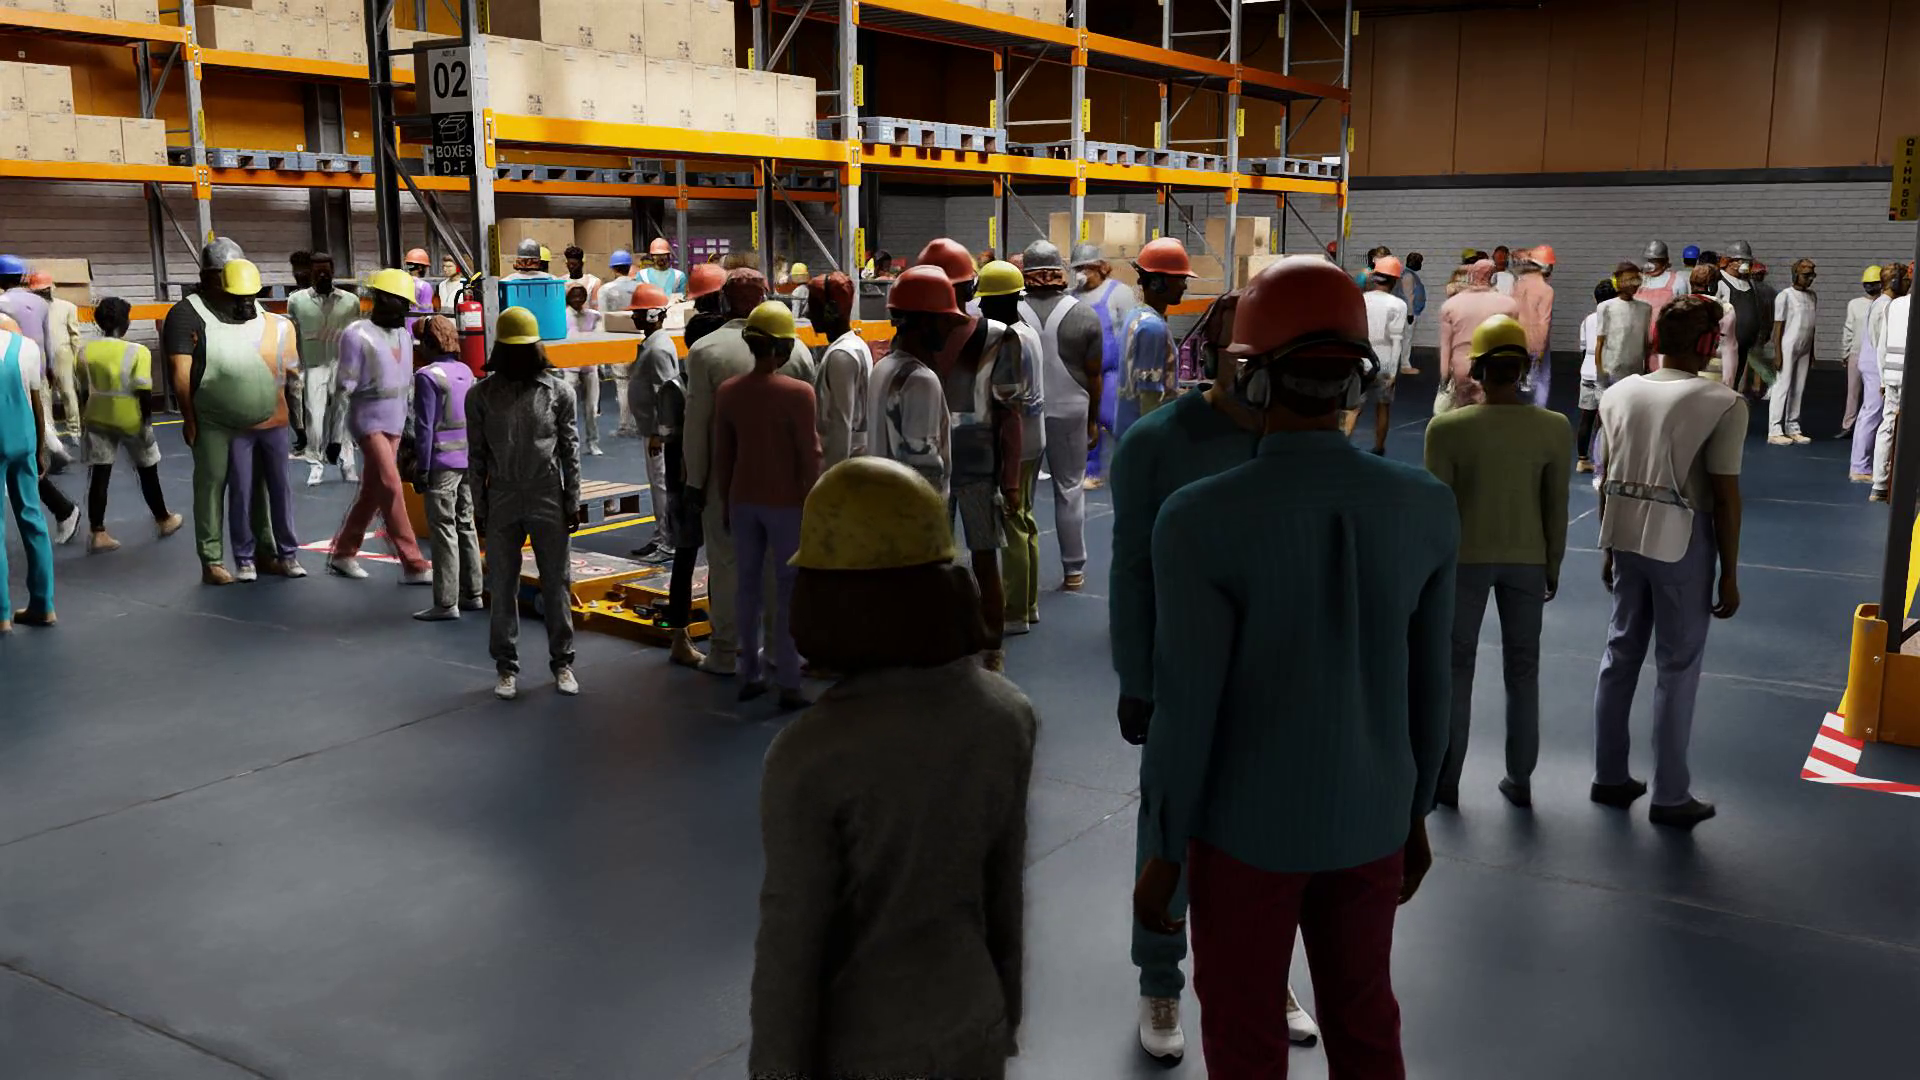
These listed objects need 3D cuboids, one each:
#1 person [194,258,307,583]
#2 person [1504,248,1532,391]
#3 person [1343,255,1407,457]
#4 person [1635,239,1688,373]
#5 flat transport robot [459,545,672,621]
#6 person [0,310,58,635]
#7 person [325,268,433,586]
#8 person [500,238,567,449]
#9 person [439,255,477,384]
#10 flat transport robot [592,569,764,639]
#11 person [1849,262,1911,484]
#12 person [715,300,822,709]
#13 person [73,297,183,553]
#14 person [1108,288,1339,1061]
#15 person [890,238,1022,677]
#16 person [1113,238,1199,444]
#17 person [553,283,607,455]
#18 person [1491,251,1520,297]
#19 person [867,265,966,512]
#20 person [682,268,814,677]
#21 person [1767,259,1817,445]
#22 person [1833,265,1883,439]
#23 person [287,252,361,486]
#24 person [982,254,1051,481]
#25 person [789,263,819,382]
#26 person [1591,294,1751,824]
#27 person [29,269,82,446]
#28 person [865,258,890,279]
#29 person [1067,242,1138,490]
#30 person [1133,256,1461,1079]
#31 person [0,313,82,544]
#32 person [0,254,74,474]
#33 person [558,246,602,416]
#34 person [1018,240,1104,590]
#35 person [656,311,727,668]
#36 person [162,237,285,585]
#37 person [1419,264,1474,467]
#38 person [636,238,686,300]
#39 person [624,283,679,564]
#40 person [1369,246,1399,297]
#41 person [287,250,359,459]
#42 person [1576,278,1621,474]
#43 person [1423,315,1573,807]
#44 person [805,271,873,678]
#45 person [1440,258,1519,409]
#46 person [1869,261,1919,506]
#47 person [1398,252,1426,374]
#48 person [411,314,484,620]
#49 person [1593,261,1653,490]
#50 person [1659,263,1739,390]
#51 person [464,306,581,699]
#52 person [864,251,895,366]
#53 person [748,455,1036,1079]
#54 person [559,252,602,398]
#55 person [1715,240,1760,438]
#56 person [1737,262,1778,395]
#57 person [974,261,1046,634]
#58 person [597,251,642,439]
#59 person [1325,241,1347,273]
[{"bbox_3d":[-4.199,-0.704,9.883,0.596,1.914,0.393,-8,13,-38],"label":"person"},{"bbox_3d":[7.430,-2.921,22.177,0.641,1.913,0.407,-7,12,-33],"label":"person"},{"bbox_3d":[3.582,-1.527,14.496,0.558,1.898,0.890,6,12,32],"label":"person"},{"bbox_3d":[7.270,-2.148,17.535,0.680,2.000,0.536,5,11,25],"label":"person"},{"bbox_3d":[-2.268,0.216,9.340,1.431,0.197,0.652,9,14,42],"label":"flat transport robot"},{"bbox_3d":[-4.951,-0.429,8.565,0.343,1.839,0.502,6,12,30],"label":"person"},{"bbox_3d":[-3.440,-0.661,9.825,0.907,1.863,0.677,3,11,16],"label":"person"},{"bbox_3d":[-4.133,-1.887,16.089,0.683,2.000,0.538,-2,10,-13],"label":"person"},{"bbox_3d":[-5.982,-2.470,19.853,0.566,1.845,0.385,6,12,29],"label":"person"},{"bbox_3d":[-1.203,0.281,8.979,0.652,0.197,1.431,9,14,42],"label":"flat transport robot"},{"bbox_3d":[7.678,-1.382,13.864,0.345,1.838,0.507,4,11,21],"label":"person"},{"bbox_3d":[-0.819,-0.150,7.244,0.530,1.773,0.333,6,12,29],"label":"person"},{"bbox_3d":[-5.528,-0.772,10.979,0.551,1.644,0.861,1,10,4],"label":"person"},{"bbox_3d":[0.687,0.335,4.149,0.639,1.908,0.409,-3,11,-14],"label":"person"},{"bbox_3d":[-0.033,-0.292,7.289,0.613,2.029,0.409,3,11,17],"label":"person"},{"bbox_3d":[0.992,-0.512,8.502,0.416,2.035,0.609,0,10,0],"label":"person"},{"bbox_3d":[-3.575,-1.593,15.602,0.521,1.630,0.316,-6,12,-30],"label":"person"},{"bbox_3d":[7.019,-2.825,21.719,0.583,1.882,0.337,-2,10,-11],"label":"person"},{"bbox_3d":[-0.159,-0.053,6.237,0.387,1.930,0.546,-4,11,-19],"label":"person"},{"bbox_3d":[-0.997,-0.313,7.784,0.654,1.895,0.402,-7,12,-35],"label":"person"},{"bbox_3d":[8.265,-1.853,16.476,0.500,1.840,0.347,-4,11,-23],"label":"person"},{"bbox_3d":[9.153,-1.871,16.755,0.328,1.769,0.526,-8,13,-37],"label":"person"},{"bbox_3d":[-5.255,-1.418,13.827,0.587,1.920,0.392,-5,12,-27],"label":"person"},{"bbox_3d":[0.505,-1.449,14.040,0.652,1.904,0.403,8,13,38],"label":"person"},{"bbox_3d":[-2.018,-2.689,21.399,0.356,1.734,0.483,5,11,26],"label":"person"},{"bbox_3d":[2.444,0.070,5.808,0.388,1.837,0.561,-5,12,-28],"label":"person"},{"bbox_3d":[-8.920,-1.775,16.307,0.573,1.738,0.352,-5,11,-24],"label":"person"},{"bbox_3d":[-1.045,-2.597,20.635,0.404,1.824,0.588,4,11,23],"label":"person"},{"bbox_3d":[1.124,-1.422,13.512,0.712,2.000,0.641,7,13,35],"label":"person"},{"bbox_3d":[0.591,0.498,2.996,0.619,1.992,0.396,-4,11,-21],"label":"person"},{"bbox_3d":[-6.296,-0.854,10.831,0.644,1.888,0.806,3,11,17],"label":"person"},{"bbox_3d":[-8.104,-1.516,14.410,0.957,1.910,0.615,3,11,16],"label":"person"},{"bbox_3d":[-4.384,-2.387,19.107,0.602,1.957,0.385,1,10,7],"label":"person"},{"bbox_3d":[0.488,-0.729,9.672,0.681,2.000,0.535,1,10,4],"label":"person"},{"bbox_3d":[-1.215,-0.243,7.956,0.320,1.693,0.536,8,13,39],"label":"person"},{"bbox_3d":[-4.296,-0.769,9.890,0.535,2.000,0.674,7,12,34],"label":"person"},{"bbox_3d":[4.335,-1.483,14.480,0.742,1.808,0.560,-8,13,-38],"label":"person"},{"bbox_3d":[-3.578,-2.590,19.970,0.605,2.045,0.380,-3,11,-15],"label":"person"},{"bbox_3d":[-1.928,-0.729,10.466,0.324,1.752,0.563,-3,11,-17],"label":"person"},{"bbox_3d":[6.040,-3.241,23.873,0.370,1.940,0.627,-3,11,-16],"label":"person"},{"bbox_3d":[-5.995,-1.743,15.582,0.618,1.937,0.855,5,11,24],"label":"person"},{"bbox_3d":[5.511,-1.384,14.252,0.318,1.697,0.534,-3,11,-15],"label":"person"},{"bbox_3d":[1.892,0.083,5.953,0.527,1.761,0.339,1,10,4],"label":"person"},{"bbox_3d":[-0.557,-0.302,7.763,0.366,1.879,0.583,0,10,0],"label":"person"},{"bbox_3d":[4.350,-1.422,13.973,0.650,1.881,0.770,7,12,32],"label":"person"},{"bbox_3d":[7.268,-1.203,12.731,0.337,1.882,0.584,-2,10,-9],"label":"person"},{"bbox_3d":[6.849,-3.441,25.266,0.429,1.838,0.622,2,11,13],"label":"person"},{"bbox_3d":[-2.751,-0.390,8.936,0.313,1.631,0.525,2,10,12],"label":"person"},{"bbox_3d":[5.390,-1.311,13.454,0.583,1.854,0.335,-2,10,-13],"label":"person"},{"bbox_3d":[5.743,-1.219,12.936,0.429,1.844,0.627,-8,13,-36],"label":"person"},{"bbox_3d":[-1.916,-0.157,7.349,0.485,1.737,0.320,-3,11,-14],"label":"person"},{"bbox_3d":[-0.794,-2.099,17.636,0.599,1.909,0.402,-9,13,-40],"label":"person"},{"bbox_3d":[-0.079,0.746,2.359,0.495,1.731,0.411,-9,14,-42],"label":"person"},{"bbox_3d":[-4.738,-2.668,20.724,0.589,1.927,0.386,1,10,5],"label":"person"},{"bbox_3d":[7.826,-2.033,16.894,0.681,2.000,0.535,-6,12,-30],"label":"person"},{"bbox_3d":[10.371,-2.758,21.759,0.577,1.736,0.355,-3,11,-14],"label":"person"},{"bbox_3d":[0.240,-0.467,8.568,0.393,1.918,0.585,2,10,11],"label":"person"},{"bbox_3d":[-3.450,-2.007,17.162,0.608,1.912,0.671,-7,12,-35],"label":"person"},{"bbox_3d":[6.185,-3.965,27.728,0.609,1.995,0.376,-5,11,-24],"label":"person"}]
